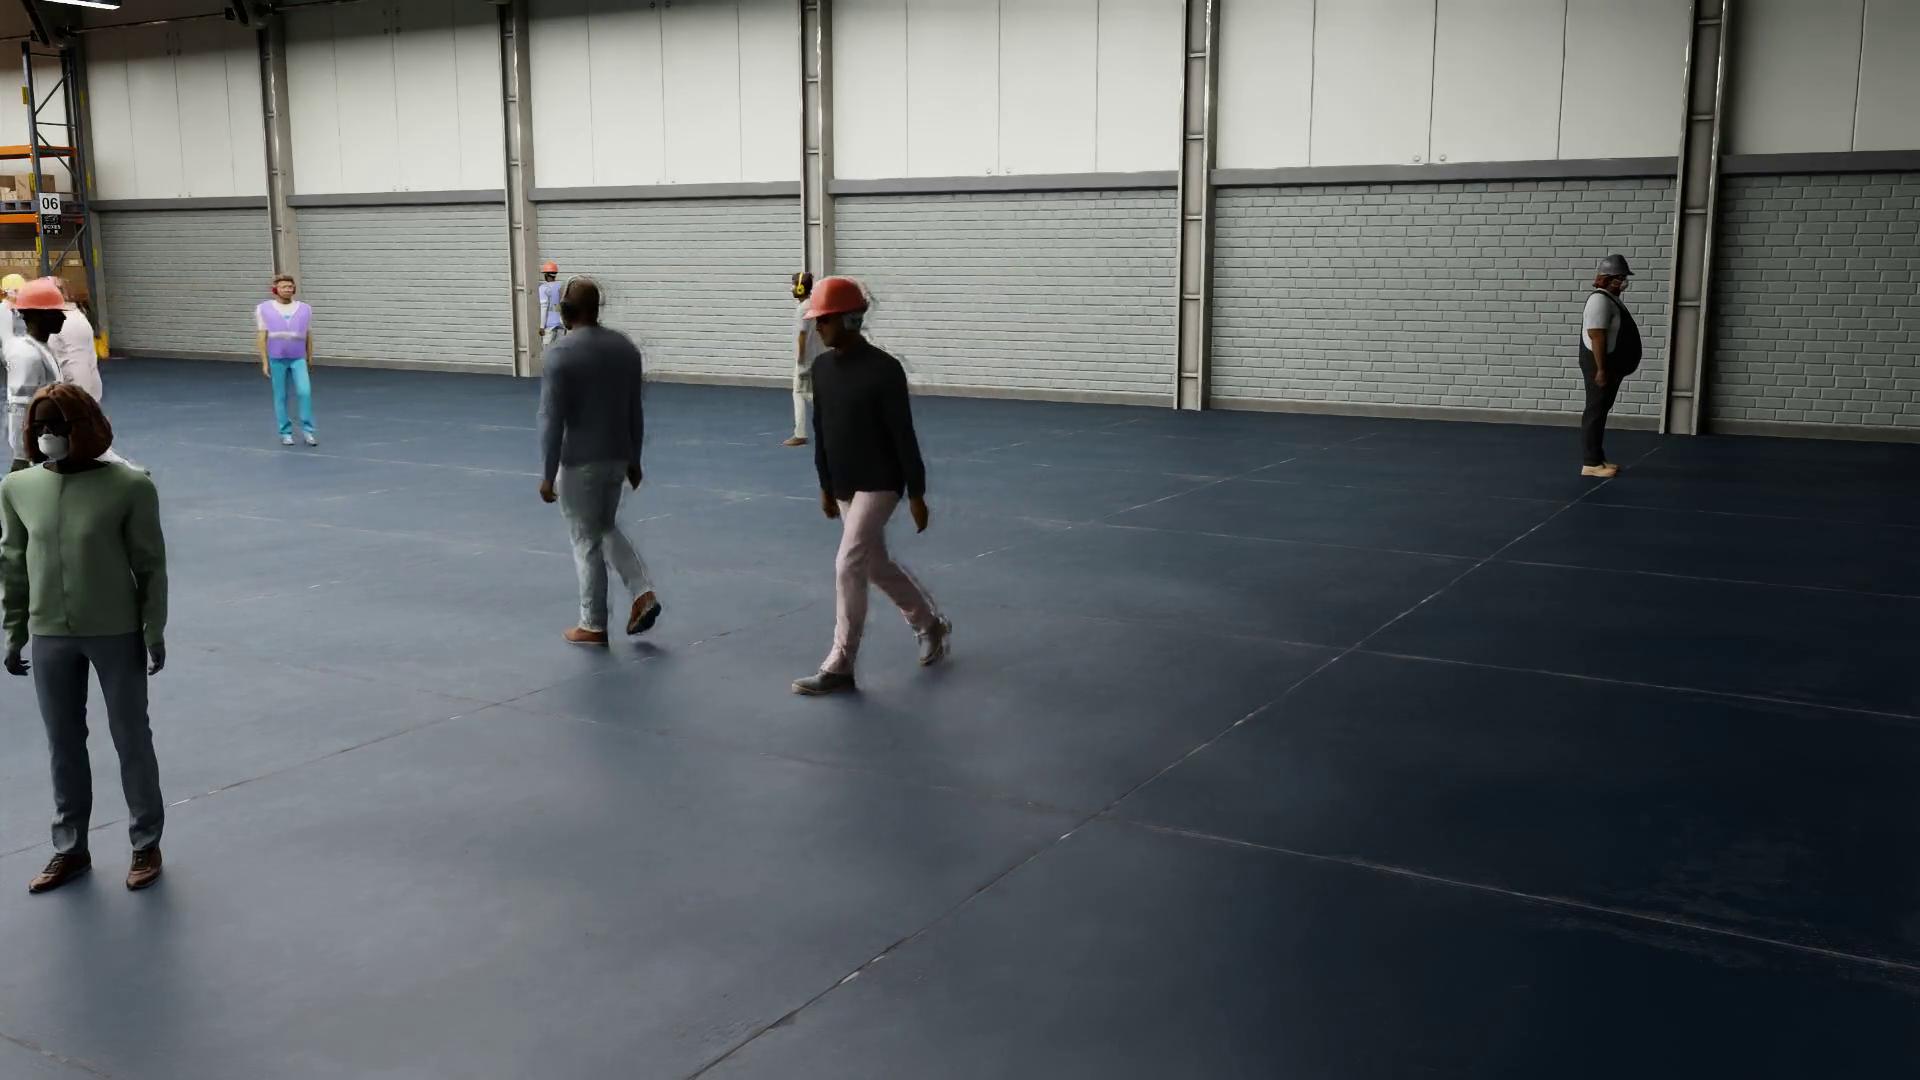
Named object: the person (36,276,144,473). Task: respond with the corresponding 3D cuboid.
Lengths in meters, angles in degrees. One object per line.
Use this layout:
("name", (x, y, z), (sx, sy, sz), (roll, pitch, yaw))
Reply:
("person", (-7.017, -1.177, 13.345), (0.582, 1.878, 0.652), (-6, 11, -31))

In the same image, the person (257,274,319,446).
("person", (-7.110, -1.891, 17.622), (0.563, 1.822, 0.769), (-6, 11, -32))

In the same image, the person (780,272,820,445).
("person", (-1.601, -1.918, 17.705), (0.608, 1.858, 0.528), (3, 10, 16))

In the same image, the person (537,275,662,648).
("person", (-1.872, -0.387, 8.550), (0.461, 1.924, 0.650), (6, 11, 31))

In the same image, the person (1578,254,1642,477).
("person", (6.014, -1.614, 15.389), (0.537, 2.000, 0.675), (5, 11, 27))

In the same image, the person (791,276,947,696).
("person", (-0.391, -0.280, 7.886), (0.951, 1.945, 0.670), (-8, 12, -38))

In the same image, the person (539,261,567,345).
("person", (-6.440, -3.418, 26.252), (0.365, 1.935, 0.553), (6, 11, 32))

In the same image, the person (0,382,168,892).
("person", (-2.788, 0.311, 5.305), (0.507, 1.632, 0.273), (-1, 10, -4))

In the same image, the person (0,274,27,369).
("person", (-10.484, -2.042, 18.530), (0.445, 1.821, 0.615), (-4, 11, -25))

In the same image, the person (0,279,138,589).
("person", (-5.453, -0.593, 9.875), (0.998, 1.889, 0.581), (-4, 11, -23))
